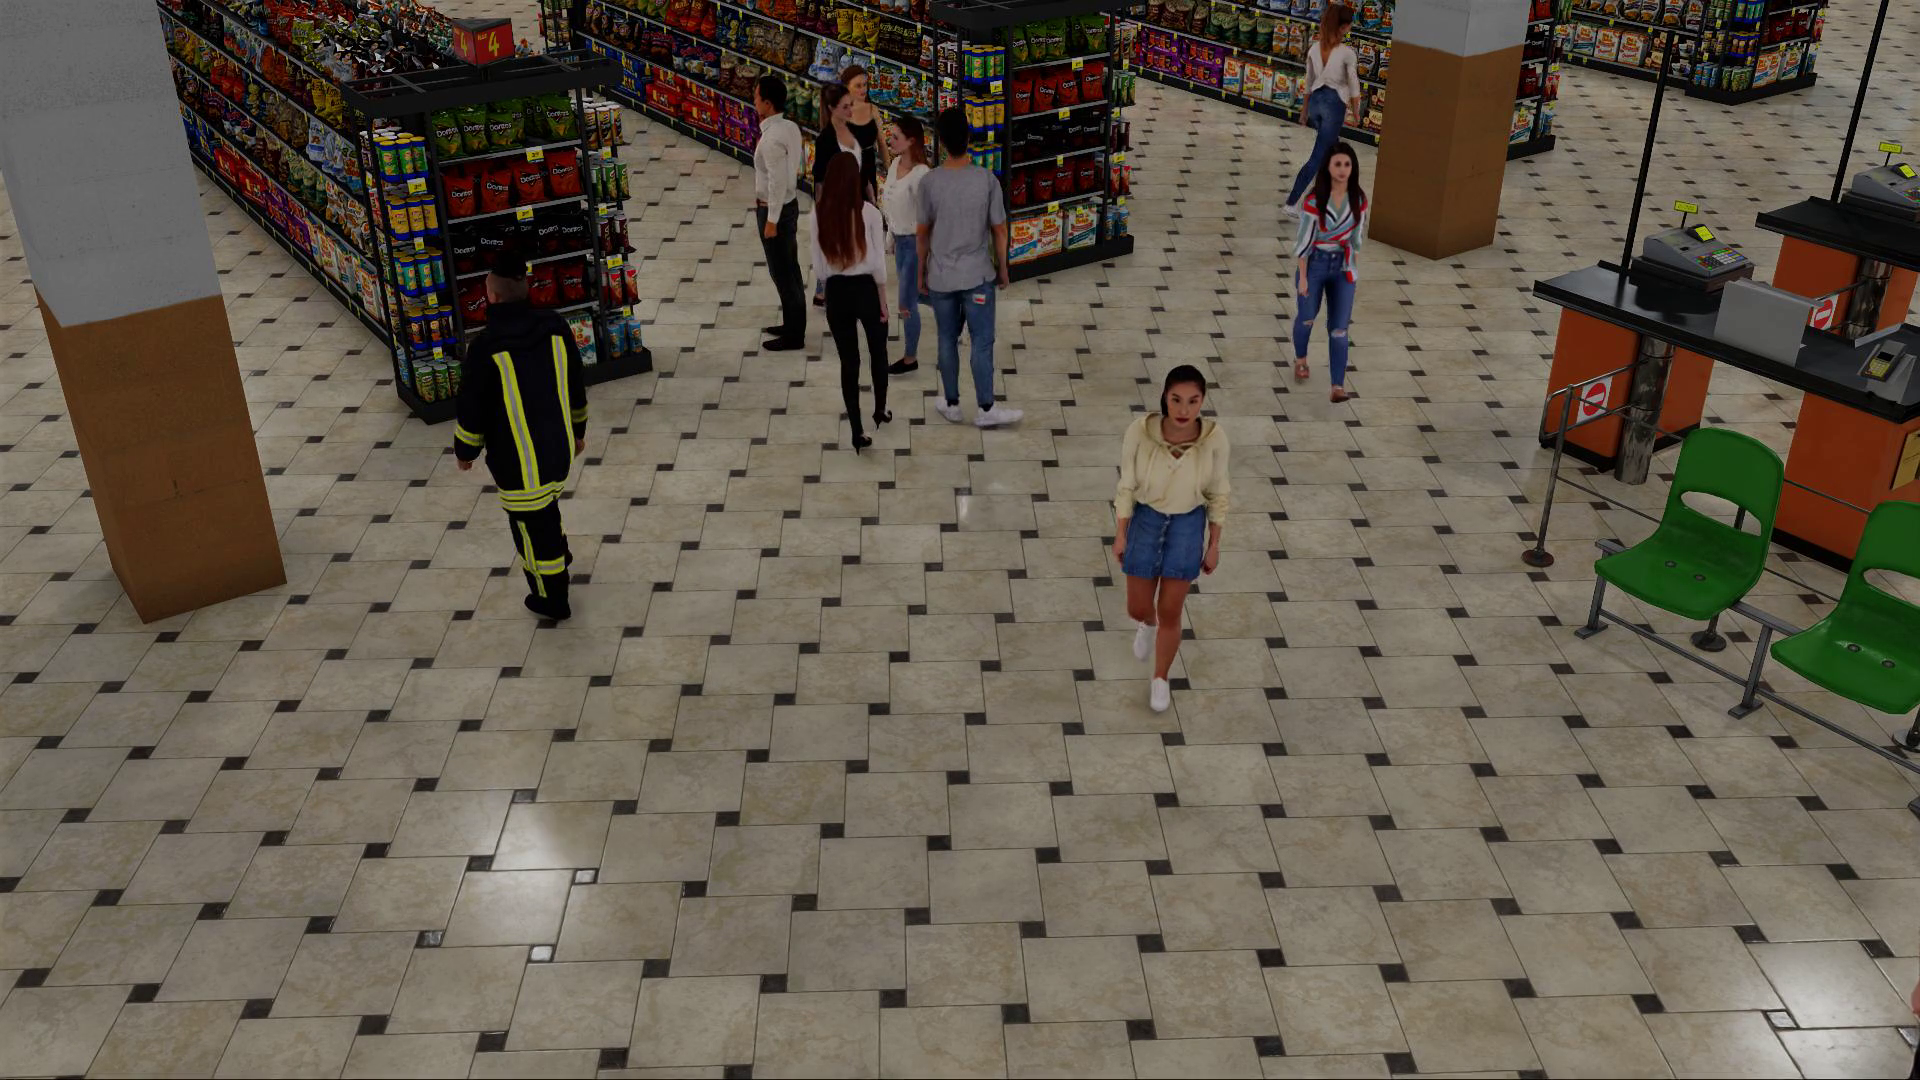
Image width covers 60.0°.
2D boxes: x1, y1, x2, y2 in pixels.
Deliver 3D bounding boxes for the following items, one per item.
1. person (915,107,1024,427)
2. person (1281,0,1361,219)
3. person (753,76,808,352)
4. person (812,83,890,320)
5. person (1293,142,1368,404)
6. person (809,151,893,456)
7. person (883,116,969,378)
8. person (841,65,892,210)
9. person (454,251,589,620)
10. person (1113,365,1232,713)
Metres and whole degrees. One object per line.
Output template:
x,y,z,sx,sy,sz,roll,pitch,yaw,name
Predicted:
0.022,-1.594,9.898,0.875,1.877,0.958,10,30,17,person
2.908,-3.397,13.402,0.643,1.683,1.071,-20,35,-33,person
-1.187,-2.147,10.980,0.802,1.810,0.713,2,29,4,person
-0.907,-2.298,11.419,1.023,1.655,0.909,13,31,22,person
2.257,-1.692,10.400,0.974,1.567,1.147,-1,29,-2,person
-0.641,-1.301,9.512,0.870,1.732,0.931,6,29,10,person
-0.217,-1.861,10.603,0.759,1.669,0.911,-14,32,-24,person
-0.796,-2.647,12.108,0.778,1.607,0.659,25,37,38,person
-1.985,-0.444,7.827,0.866,1.844,0.861,19,34,31,person
0.913,-0.047,7.331,0.861,1.621,0.922,4,29,8,person
